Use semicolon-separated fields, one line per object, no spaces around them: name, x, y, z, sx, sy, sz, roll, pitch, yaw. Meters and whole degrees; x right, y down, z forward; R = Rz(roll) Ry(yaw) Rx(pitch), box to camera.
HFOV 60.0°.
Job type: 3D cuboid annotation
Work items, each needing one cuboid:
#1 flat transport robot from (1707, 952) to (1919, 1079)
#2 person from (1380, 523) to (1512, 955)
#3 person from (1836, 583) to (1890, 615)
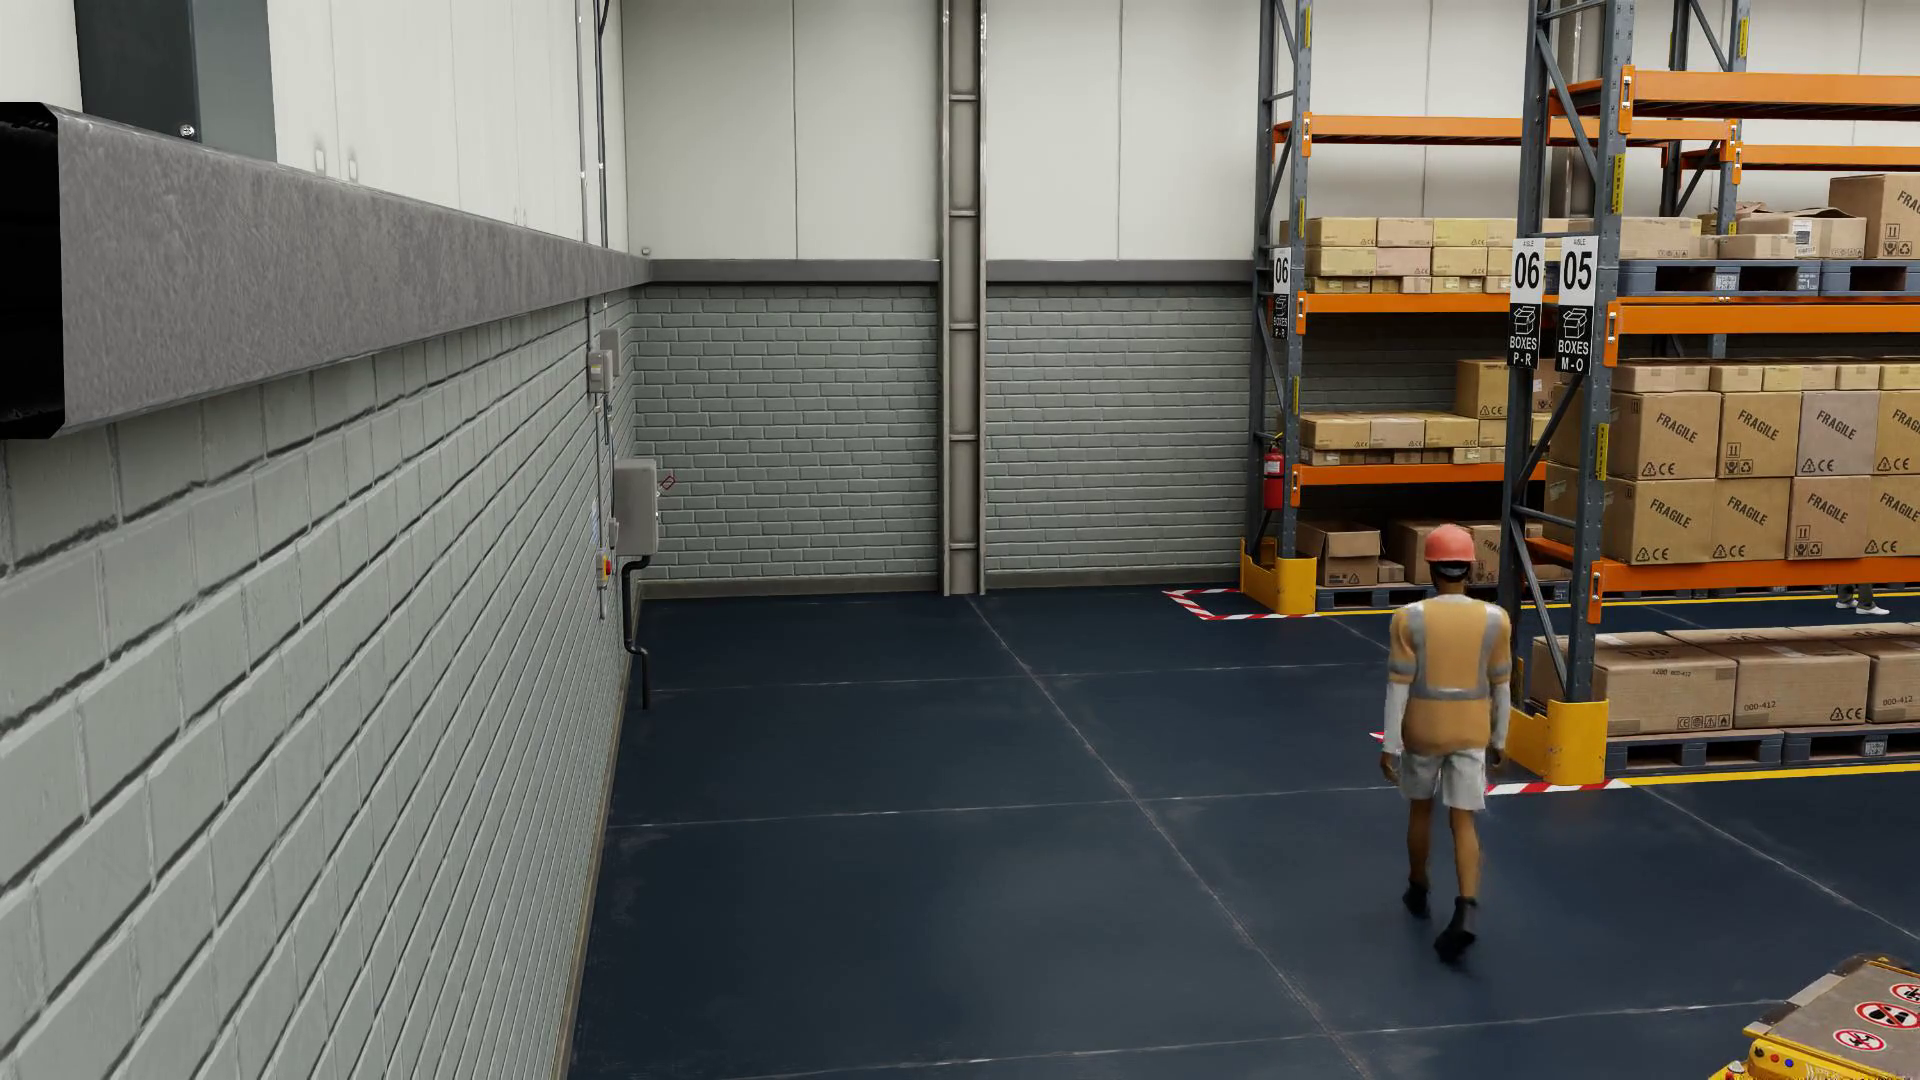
flat transport robot;3.453;1.898;6.233;1.431;0.197;0.652;-8;12;-40
person;2.197;0.888;7.491;0.576;1.905;0.895;1;9;7
person;8.040;-0.294;14.691;0.392;1.920;0.585;-2;9;-10
